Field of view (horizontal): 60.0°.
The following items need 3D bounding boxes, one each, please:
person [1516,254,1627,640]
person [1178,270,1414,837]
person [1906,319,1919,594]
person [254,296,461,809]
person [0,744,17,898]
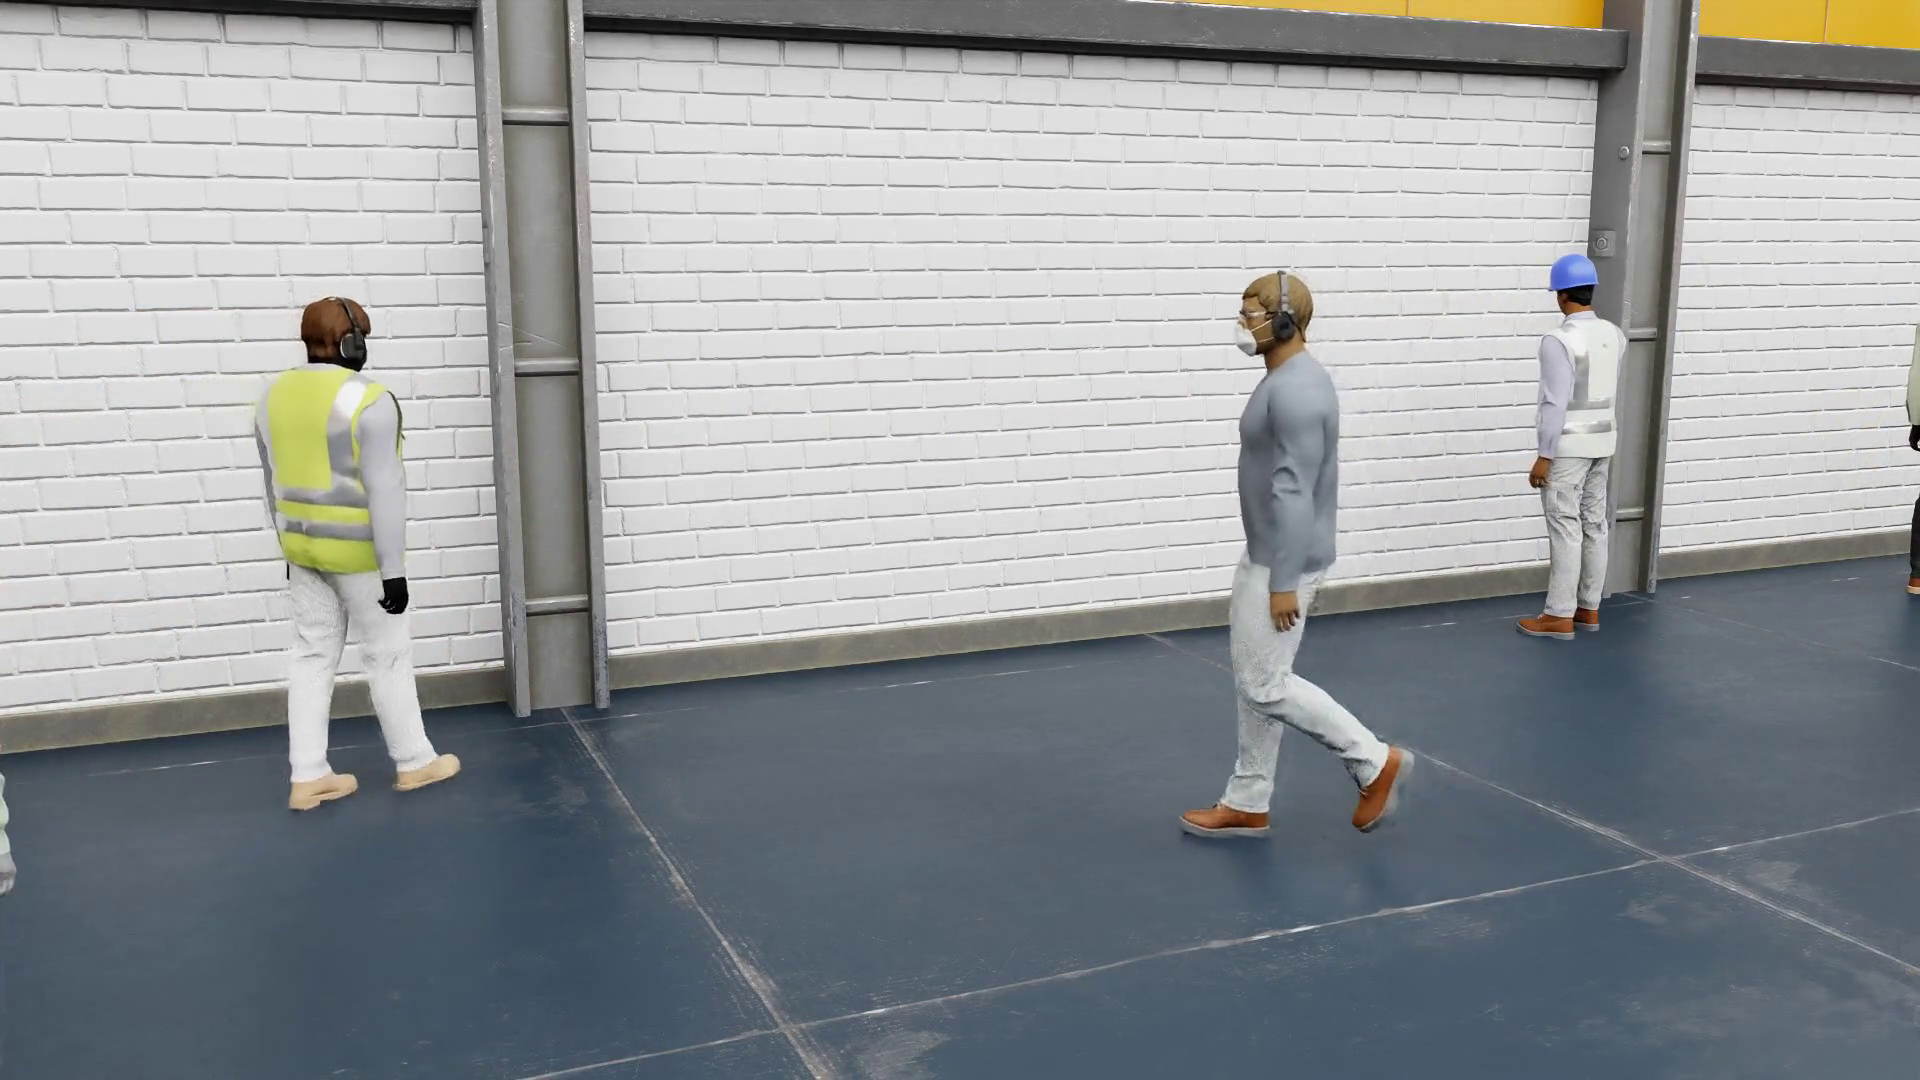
[{"bbox_3d":[3.101,-0.466,8.441,0.605,1.943,0.402,-8,13,-37],"label":"person"},{"bbox_3d":[1.114,0.080,5.484,0.669,1.926,0.642,1,10,5],"label":"person"},{"bbox_3d":[5.659,-0.655,9.344,0.398,1.990,0.622,-7,13,-34],"label":"person"},{"bbox_3d":[-2.190,0.045,5.980,0.643,1.837,0.553,5,11,24],"label":"person"},{"bbox_3d":[-2.161,0.608,3.365,0.504,1.636,0.277,1,10,5],"label":"person"}]
